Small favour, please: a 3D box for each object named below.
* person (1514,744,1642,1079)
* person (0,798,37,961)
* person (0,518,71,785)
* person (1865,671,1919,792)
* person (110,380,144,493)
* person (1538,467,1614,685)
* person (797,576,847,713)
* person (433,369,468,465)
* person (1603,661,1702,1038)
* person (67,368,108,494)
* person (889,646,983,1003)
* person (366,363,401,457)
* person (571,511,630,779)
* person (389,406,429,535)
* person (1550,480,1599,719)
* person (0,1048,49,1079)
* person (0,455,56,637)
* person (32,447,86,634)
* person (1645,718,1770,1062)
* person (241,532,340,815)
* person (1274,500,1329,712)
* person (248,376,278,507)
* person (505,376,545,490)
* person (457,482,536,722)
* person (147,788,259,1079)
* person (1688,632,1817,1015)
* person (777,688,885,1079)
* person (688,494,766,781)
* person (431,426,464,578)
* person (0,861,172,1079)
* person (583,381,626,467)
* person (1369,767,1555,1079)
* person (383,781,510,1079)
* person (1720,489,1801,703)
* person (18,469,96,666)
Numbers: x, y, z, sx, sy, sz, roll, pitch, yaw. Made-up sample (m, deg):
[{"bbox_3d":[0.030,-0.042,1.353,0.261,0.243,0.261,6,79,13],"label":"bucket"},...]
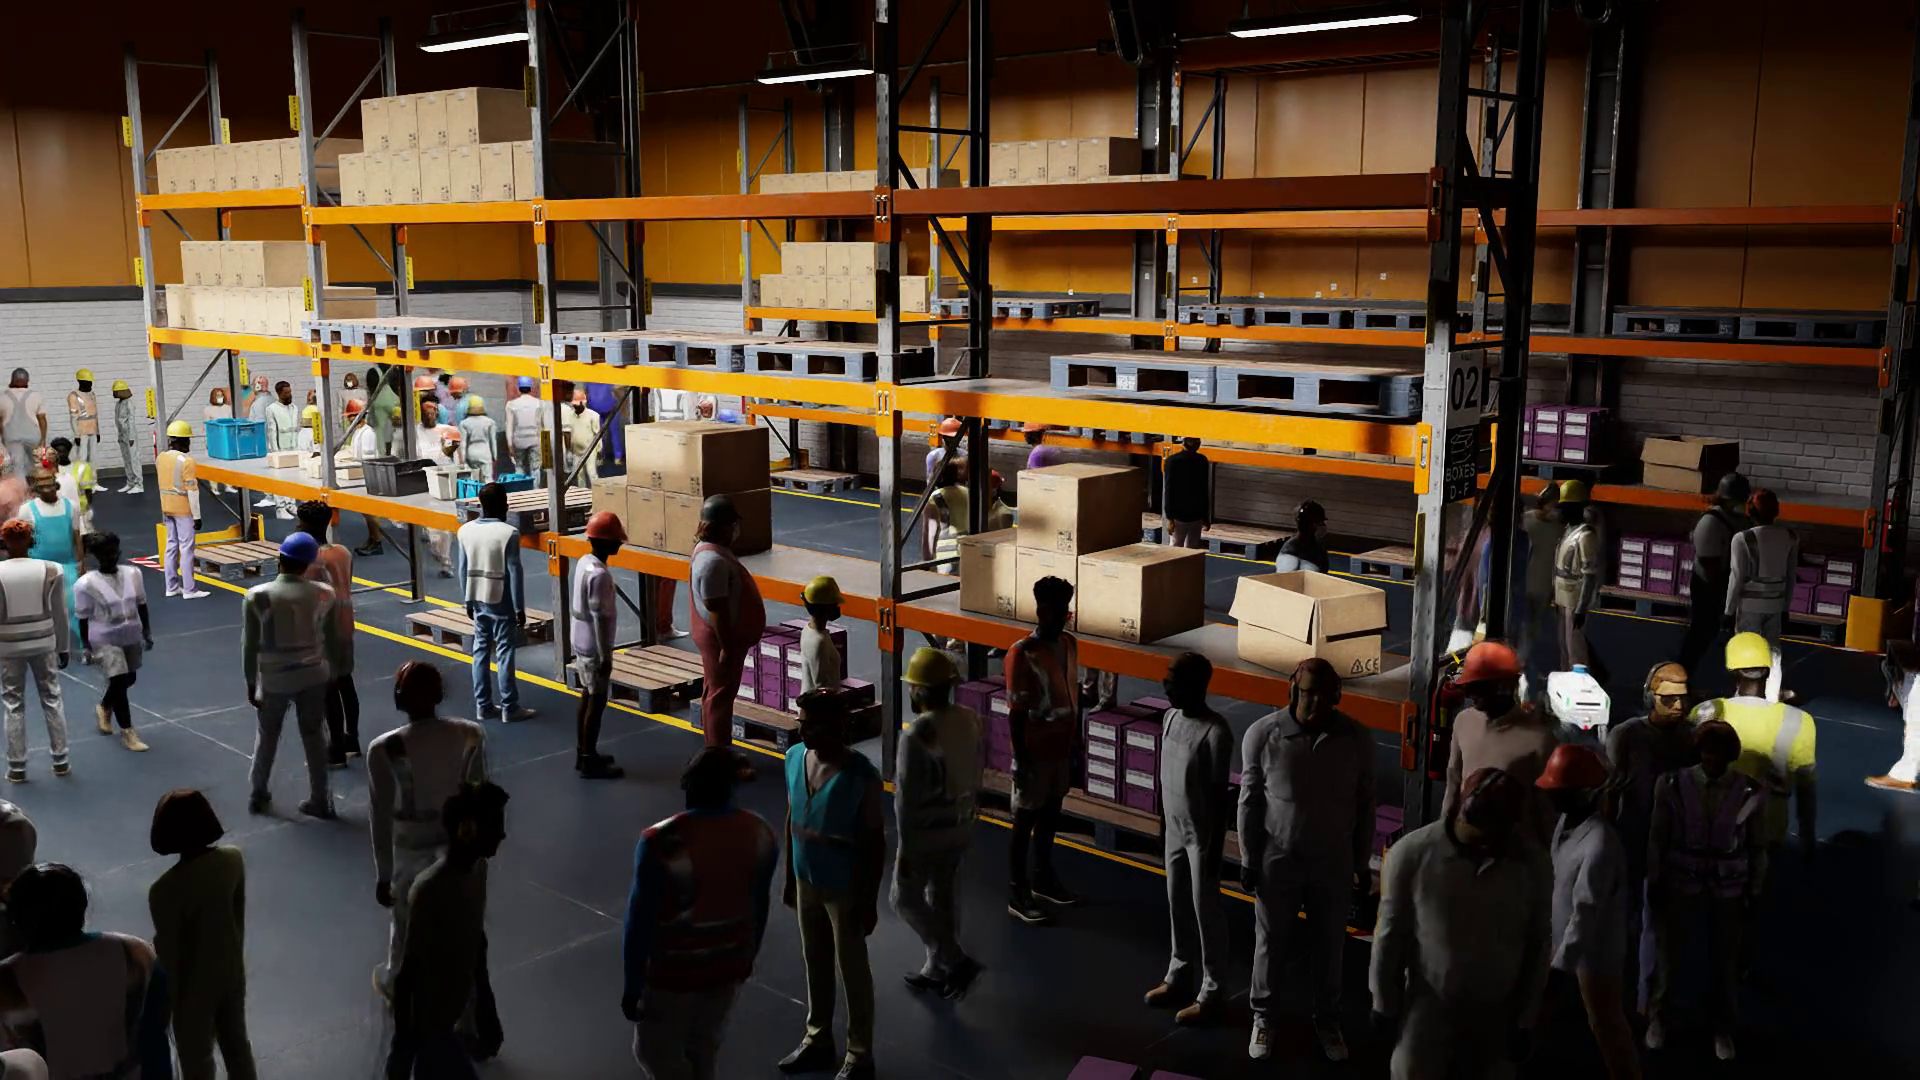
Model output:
[{"bbox_3d":[2.521,1.703,7.008,0.895,1.704,0.570,0,10,0],"label":"person"},{"bbox_3d":[-3.922,1.656,6.653,0.546,1.928,0.385,5,11,25],"label":"person"},{"bbox_3d":[-6.609,0.777,11.772,0.574,1.875,0.345,-8,13,-39],"label":"person"},{"bbox_3d":[6.763,0.868,11.231,0.941,1.899,0.645,7,12,36],"label":"person"},{"bbox_3d":[-12.796,-1.583,25.501,0.484,1.738,0.320,8,13,39],"label":"person"},{"bbox_3d":[5.282,0.335,14.100,0.558,1.933,0.615,4,11,24],"label":"person"},{"bbox_3d":[-0.847,1.089,10.310,0.310,1.768,0.533,-2,10,-12],"label":"person"},{"bbox_3d":[-8.329,-1.957,27.191,0.598,1.890,0.624,-1,10,-5],"label":"person"},{"bbox_3d":[3.296,1.473,7.916,0.505,1.847,0.349,-2,10,-9],"label":"person"},{"bbox_3d":[-13.360,-1.665,25.461,0.400,1.918,0.592,1,10,6],"label":"person"},{"bbox_3d":[-0.101,1.429,8.243,0.488,1.816,0.612,8,13,37],"label":"person"},{"bbox_3d":[-10.151,-2.453,29.560,0.678,2.000,1.010,-1,10,-6],"label":"person"},{"bbox_3d":[-2.553,0.741,11.861,0.430,1.924,0.554,-4,11,-21],"label":"person"},{"bbox_3d":[-7.294,-0.917,21.838,0.905,1.685,0.499,5,11,26],"label":"person"},{"bbox_3d":[4.894,0.472,13.340,0.378,1.925,0.594,1,10,4],"label":"person"},{"bbox_3d":[-2.655,2.069,4.552,0.373,1.840,0.571,0,10,2],"label":"person"},{"bbox_3d":[-8.761,0.109,15.327,0.540,1.950,0.642,-2,10,-10],"label":"person"},{"bbox_3d":[-8.778,0.003,16.259,0.395,1.836,0.561,0,10,-1],"label":"person"},{"bbox_3d":[3.460,1.615,7.732,0.513,1.631,0.321,4,11,20],"label":"person"},{"bbox_3d":[-4.477,0.887,11.067,0.660,1.896,0.709,-6,12,-32],"label":"person"},{"bbox_3d":[2.528,0.662,12.236,0.359,1.938,0.635,7,12,33],"label":"person"},{"bbox_3d":[-10.135,-1.440,24.212,0.409,1.909,0.640,-1,10,-6],"label":"person"},{"bbox_3d":[-6.262,-1.430,24.147,0.629,1.905,0.923,-3,10,-14],"label":"person"},{"bbox_3d":[-3.716,0.498,13.232,0.590,1.916,0.398,5,11,25],"label":"person"},{"bbox_3d":[-3.053,1.794,6.700,0.290,1.633,0.503,3,10,15],"label":"person"},{"bbox_3d":[3.877,1.401,8.238,0.600,1.874,0.948,8,13,38],"label":"person"},{"bbox_3d":[-0.565,1.548,7.488,0.569,1.843,0.374,9,13,40],"label":"person"},{"bbox_3d":[-1.652,0.679,11.850,0.538,2.000,0.683,-2,10,-14],"label":"person"},{"bbox_3d":[-5.855,-0.442,19.048,0.362,1.730,0.638,2,10,13],"label":"person"},{"bbox_3d":[-2.956,1.938,5.476,0.999,1.791,0.636,7,12,34],"label":"person"},{"bbox_3d":[-6.106,-2.272,28.537,0.810,2.000,0.887,1,10,6],"label":"person"},{"bbox_3d":[1.873,1.754,6.270,0.677,1.874,0.446,1,10,7],"label":"person"},{"bbox_3d":[-1.856,1.793,6.191,0.807,1.813,0.512,-1,10,-3],"label":"person"},{"bbox_3d":[6.293,0.532,13.118,0.574,1.887,0.355,-2,10,-10],"label":"person"},{"bbox_3d":[-8.265,0.225,15.158,0.528,1.790,0.926,-8,13,-39],"label":"person"}]
